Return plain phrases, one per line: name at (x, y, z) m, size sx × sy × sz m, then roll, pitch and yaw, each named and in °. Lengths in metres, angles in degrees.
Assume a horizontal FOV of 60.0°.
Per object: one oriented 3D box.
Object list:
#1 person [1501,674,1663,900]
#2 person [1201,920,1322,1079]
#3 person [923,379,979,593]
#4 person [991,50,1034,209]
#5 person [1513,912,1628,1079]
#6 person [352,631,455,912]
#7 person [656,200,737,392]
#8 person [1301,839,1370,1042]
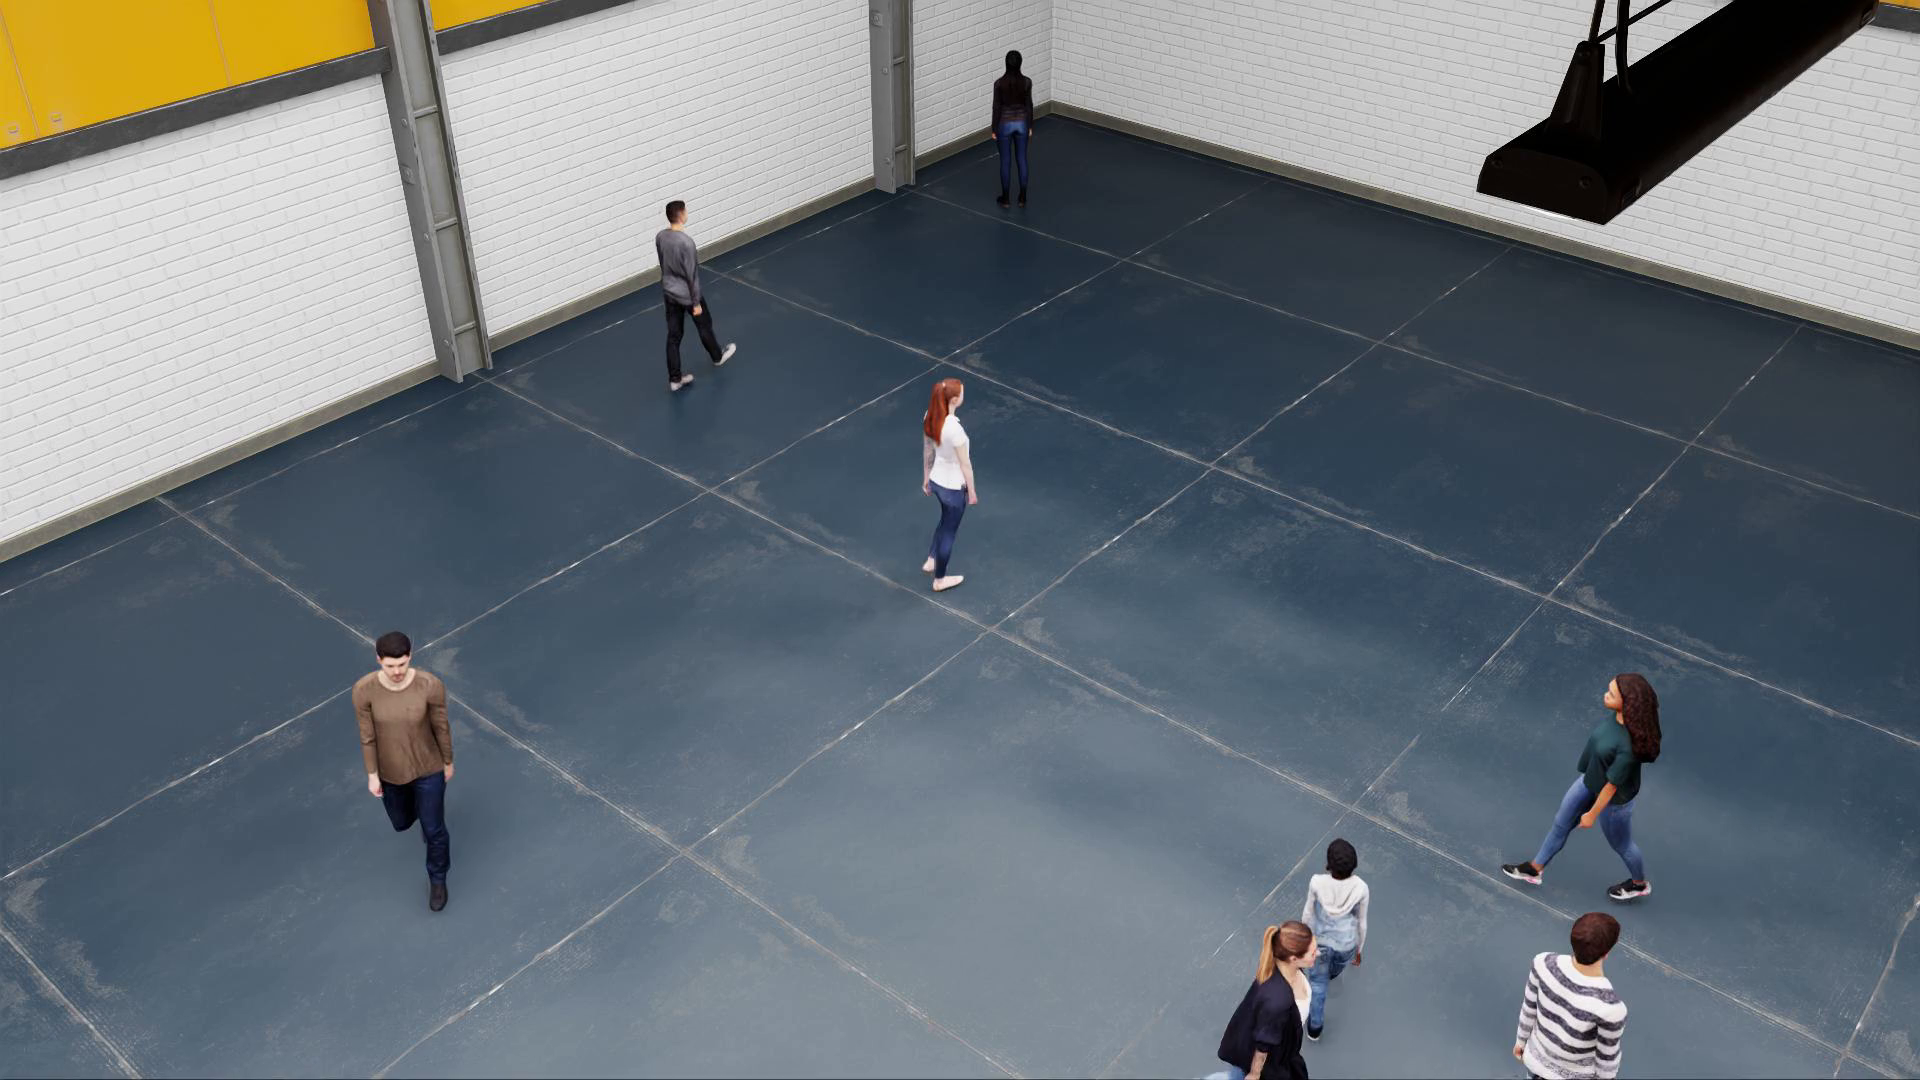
person at (3.789, 1.474, 9.516) m, size 1.037 × 1.574 × 1.098 m, roll 4°, pitch 34°, yaw 6°
person at (1.377, 2.432, 8.004) m, size 1.014 × 1.652 × 1.079 m, roll 8°, pitch 35°, yaw 12°
person at (-0.168, -0.354, 12.129) m, size 0.657 × 1.726 × 0.622 m, roll -21°, pitch 39°, yaw -28°
person at (0.582, -4.556, 18.433) m, size 0.687 × 1.746 × 0.774 m, roll -7°, pitch 34°, yaw -10°
person at (2.753, 2.489, 7.750) m, size 0.998 × 1.838 × 0.821 m, roll -19°, pitch 38°, yaw -26°
person at (-3.156, 1.250, 9.591) m, size 1.017 × 1.865 × 1.058 m, roll -5°, pitch 34°, yaw -7°
person at (-2.522, -2.141, 14.812) m, size 0.740 × 1.732 × 1.069 m, roll 18°, pitch 38°, yaw 25°
person at (1.965, 2.146, 8.817) m, size 0.740 × 1.229 × 0.910 m, roll 6°, pitch 34°, yaw 9°
